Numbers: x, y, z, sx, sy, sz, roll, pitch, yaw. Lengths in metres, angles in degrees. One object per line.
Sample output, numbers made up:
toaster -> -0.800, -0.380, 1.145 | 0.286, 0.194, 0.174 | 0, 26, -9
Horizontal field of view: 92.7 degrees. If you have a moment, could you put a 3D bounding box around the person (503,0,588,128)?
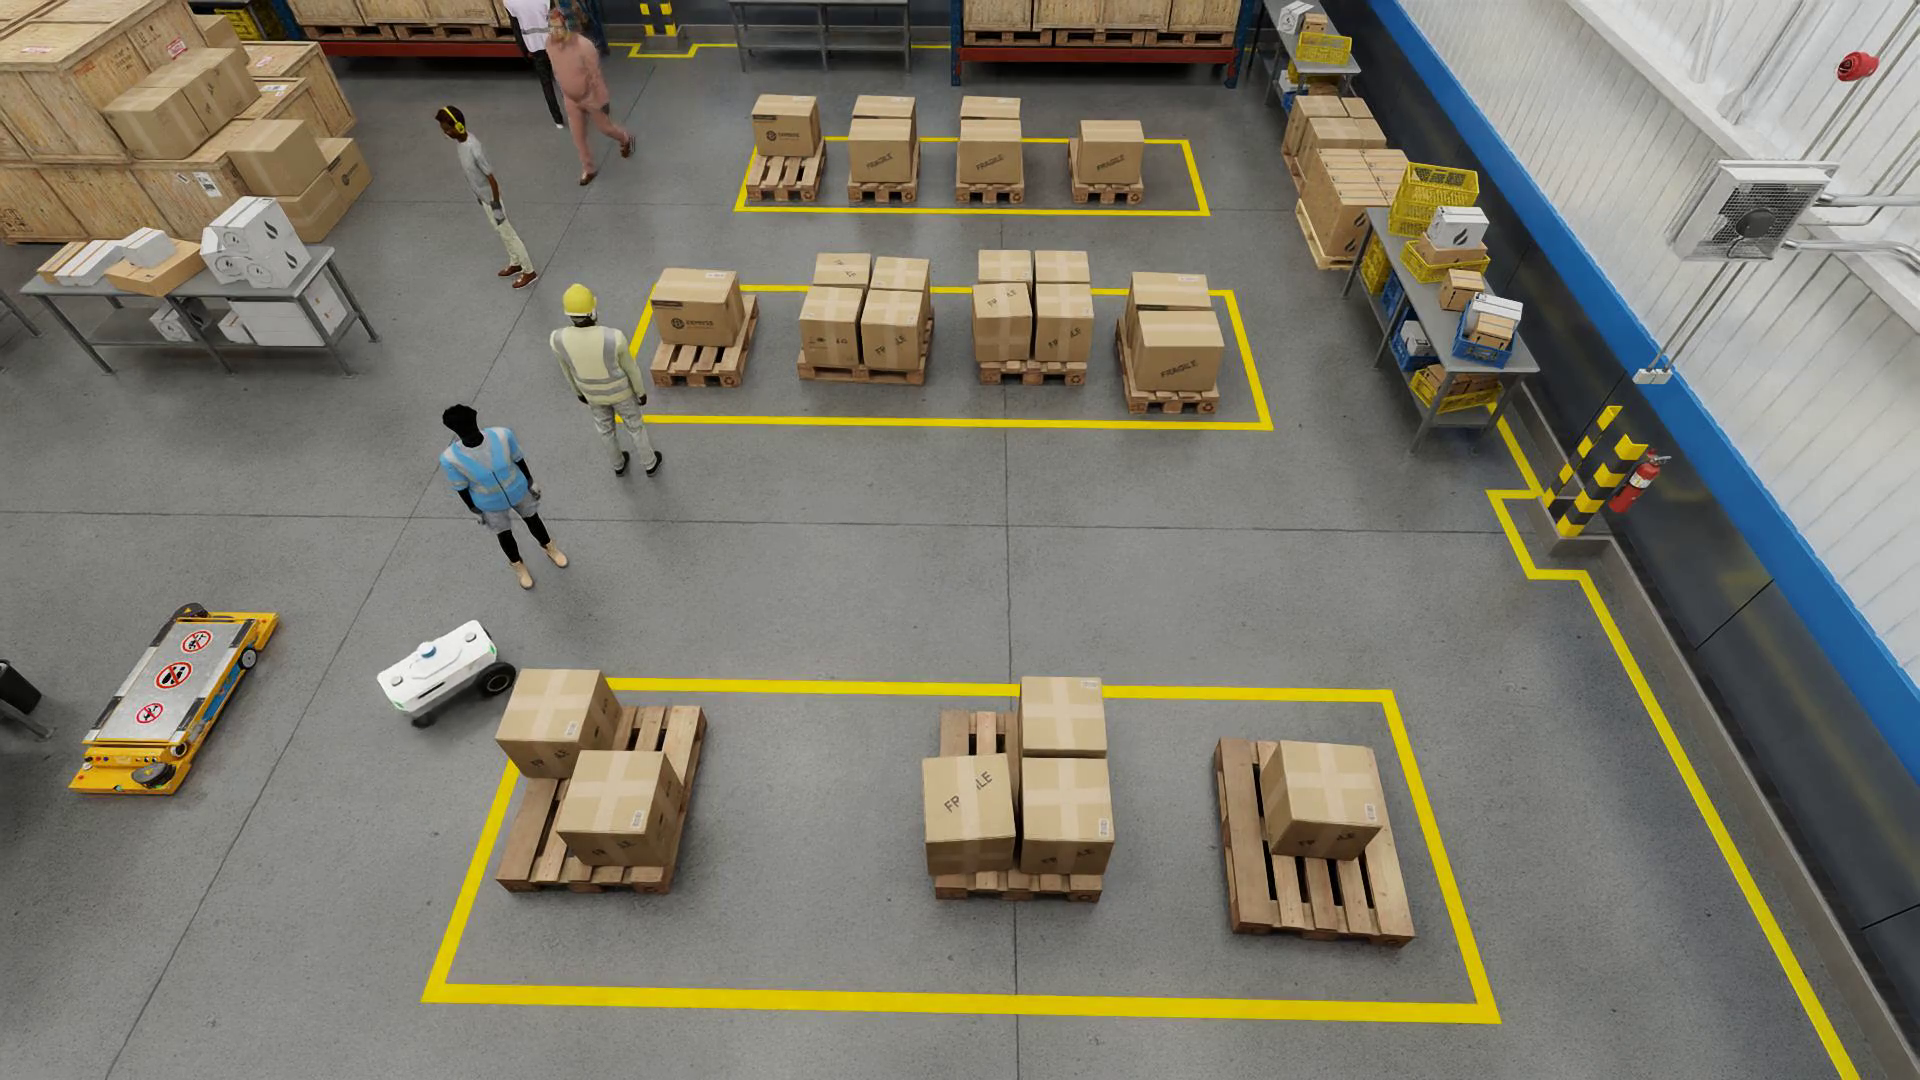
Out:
person -> -5.216, -6.170, 11.511 | 0.596, 1.898, 0.383 | -9, 50, -8

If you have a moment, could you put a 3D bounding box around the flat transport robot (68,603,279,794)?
flat transport robot -> -5.504, 1.072, 6.442 | 0.652, 0.197, 1.431 | 1, 50, 1

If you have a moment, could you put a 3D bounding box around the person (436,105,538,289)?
person -> -4.748, -3.421, 9.208 | 0.328, 1.865, 0.517 | -34, 58, -25

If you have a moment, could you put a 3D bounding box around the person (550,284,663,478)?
person -> -2.831, -1.234, 7.385 | 0.598, 1.823, 0.403 | -1, 50, 0

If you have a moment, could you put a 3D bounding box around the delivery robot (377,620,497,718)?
delivery robot -> -3.606, 0.882, 6.358 | 0.707, 0.478, 0.477 | -36, 58, -26

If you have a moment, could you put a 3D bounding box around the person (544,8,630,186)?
person -> -4.403, -5.229, 10.729 | 0.641, 1.872, 0.877 | 10, 50, 8

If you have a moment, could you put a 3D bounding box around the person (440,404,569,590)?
person -> -3.339, -0.322, 6.693 | 0.535, 1.697, 0.318 | -36, 59, -27
